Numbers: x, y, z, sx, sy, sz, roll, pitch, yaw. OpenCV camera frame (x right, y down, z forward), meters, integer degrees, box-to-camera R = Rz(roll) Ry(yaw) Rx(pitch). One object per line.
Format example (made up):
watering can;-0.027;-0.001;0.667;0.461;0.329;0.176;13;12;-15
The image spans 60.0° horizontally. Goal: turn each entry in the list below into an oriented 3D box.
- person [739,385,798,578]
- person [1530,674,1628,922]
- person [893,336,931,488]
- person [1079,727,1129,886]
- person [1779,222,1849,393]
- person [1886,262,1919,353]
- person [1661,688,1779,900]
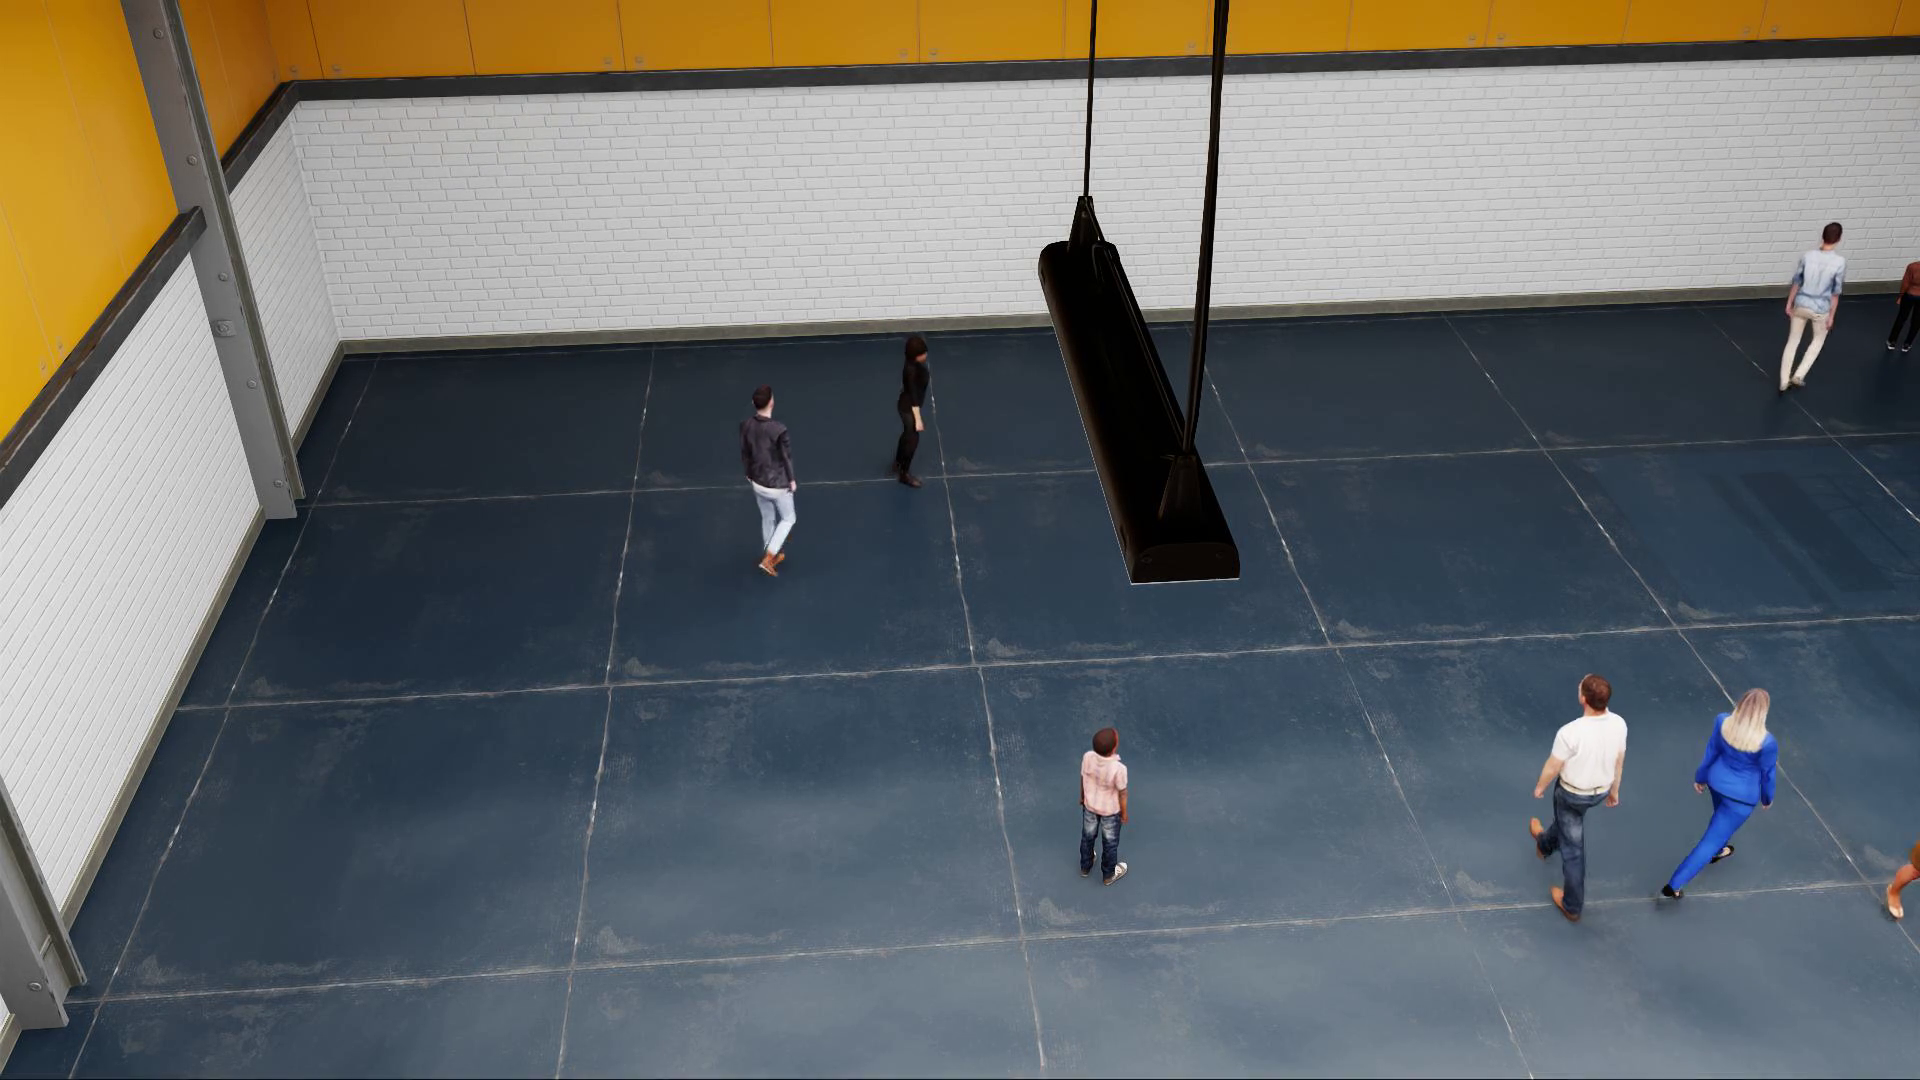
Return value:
person;-1.661;-0.452;14.283;0.855;1.821;0.926;15;36;21
person;4.138;1.756;10.968;0.818;1.814;1.142;-8;35;-12
person;-0.500;-1.243;15.669;0.831;1.606;0.545;-8;34;-12
person;0.968;1.801;11.359;0.582;1.307;0.618;18;38;25
person;8.738;-2.351;17.128;0.783;1.835;0.854;28;43;35
person;10.412;-2.655;18.109;0.593;1.255;0.620;16;37;23
person;5.102;1.737;11.131;0.983;1.665;1.144;-17;37;-23
